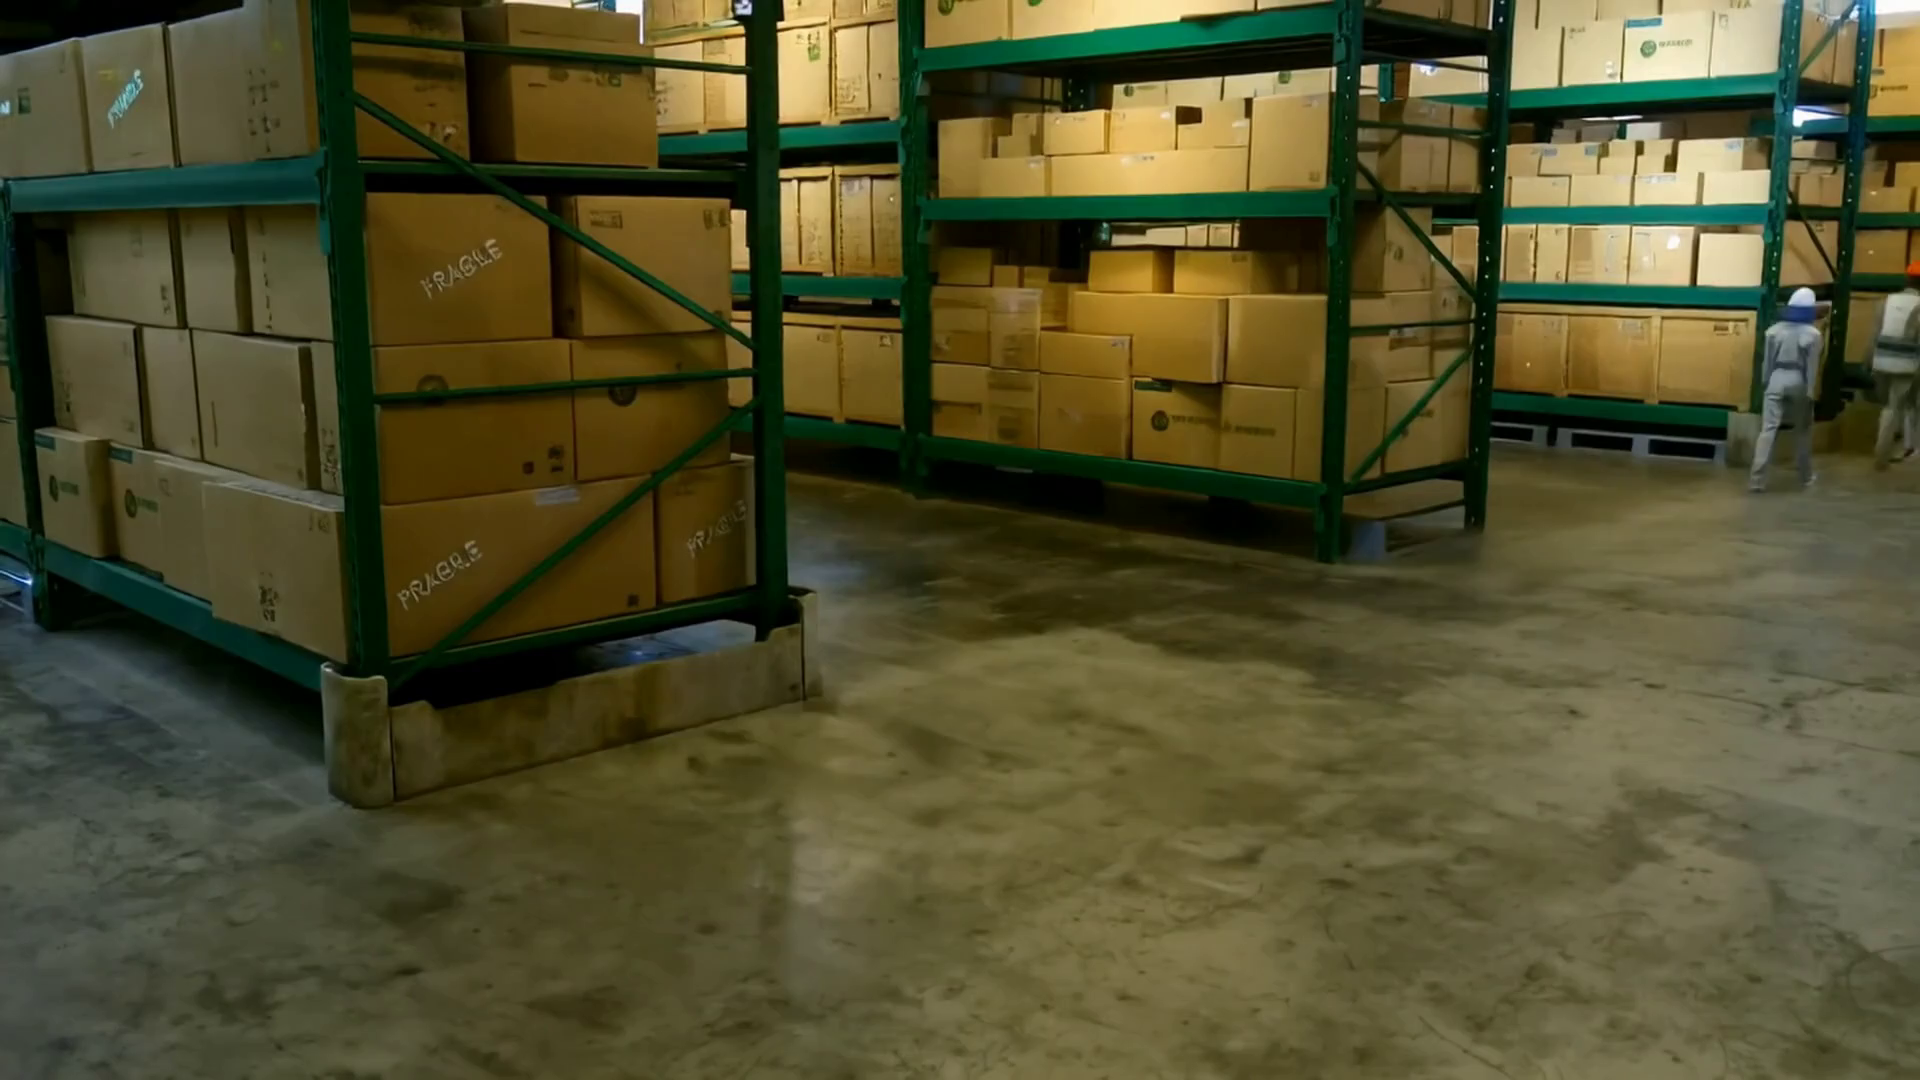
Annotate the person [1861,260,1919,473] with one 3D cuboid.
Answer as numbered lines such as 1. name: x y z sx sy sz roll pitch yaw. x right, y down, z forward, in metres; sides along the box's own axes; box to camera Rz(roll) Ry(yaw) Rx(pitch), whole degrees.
1. person: 8.448 -1.541 14.884 0.547 1.914 0.644 -4 11 -20

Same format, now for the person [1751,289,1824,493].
1. person: 6.904 -1.237 13.843 0.917 1.695 0.493 -10 14 -44

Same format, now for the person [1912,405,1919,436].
1. person: 10.040 -1.911 16.967 0.584 1.906 0.691 -8 13 -36

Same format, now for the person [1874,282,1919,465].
1. person: 8.997 -1.600 15.743 0.532 1.723 0.889 10 14 43
